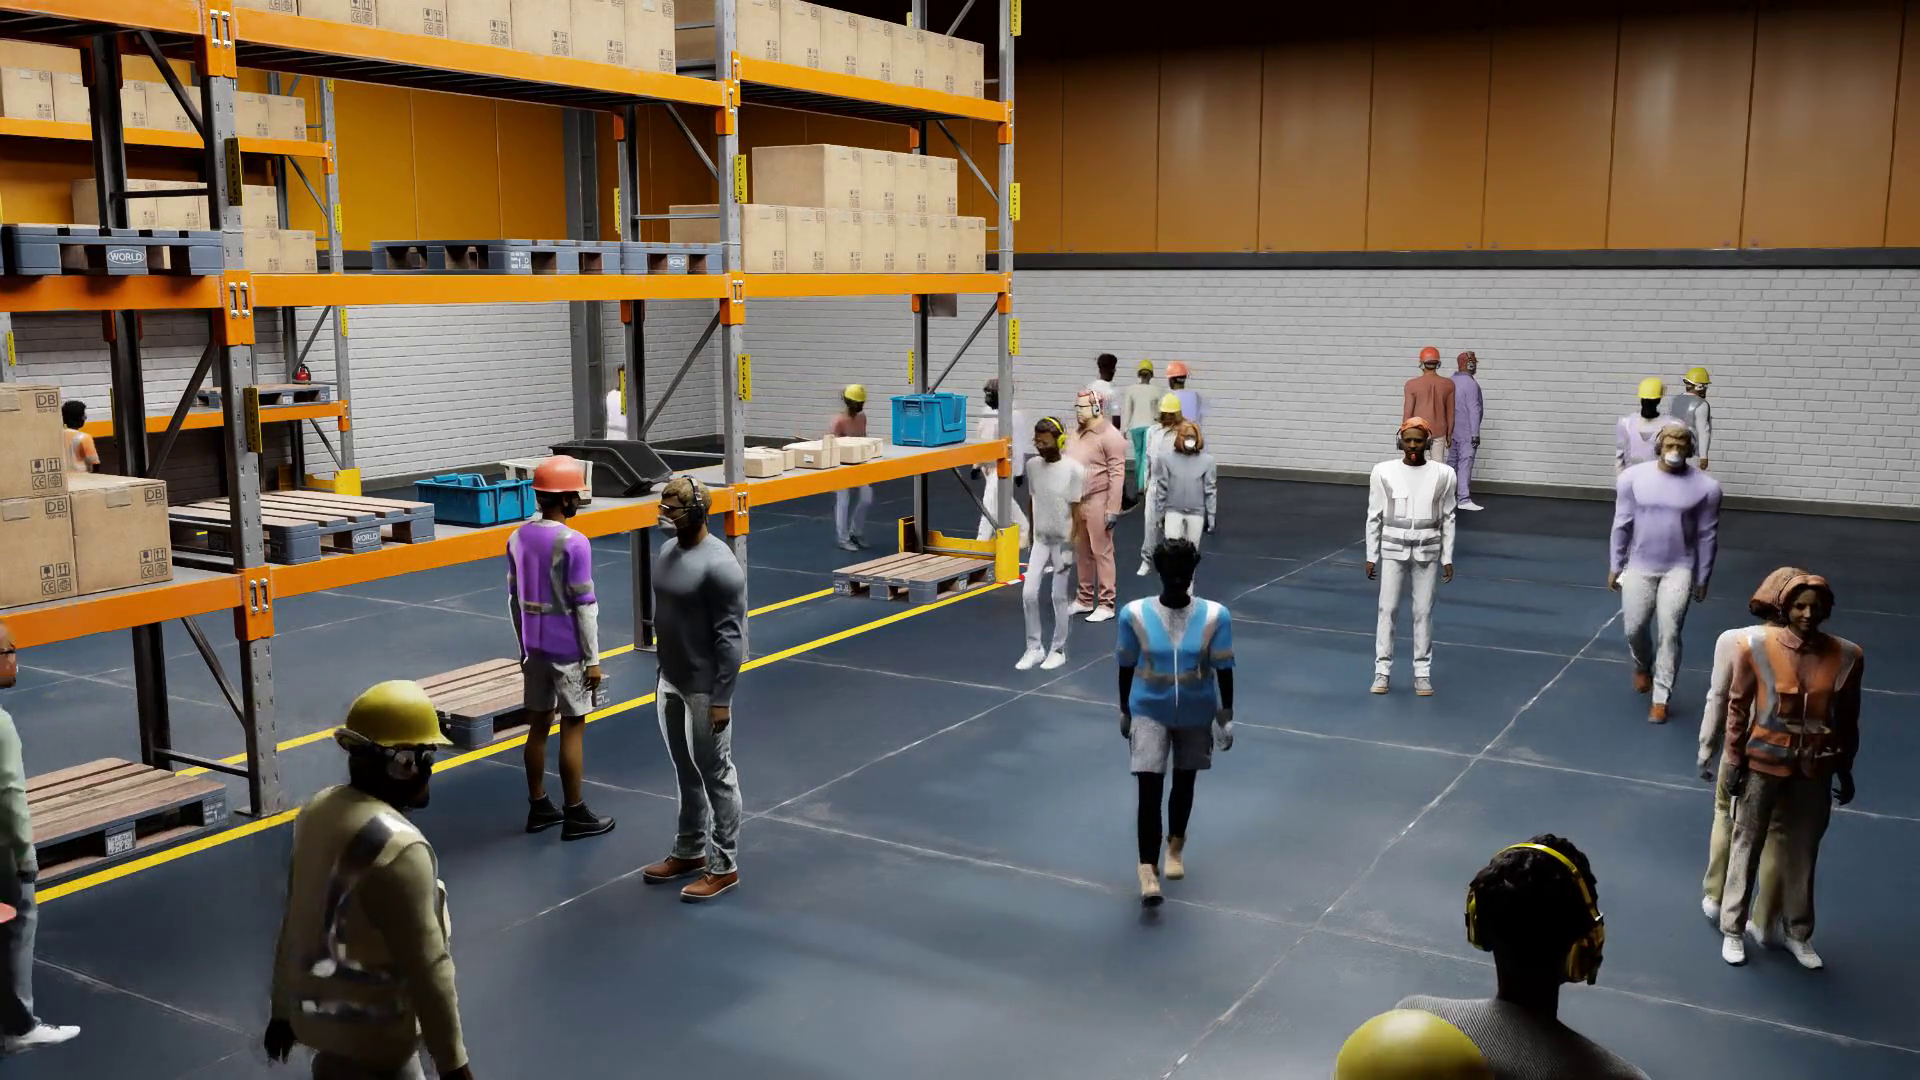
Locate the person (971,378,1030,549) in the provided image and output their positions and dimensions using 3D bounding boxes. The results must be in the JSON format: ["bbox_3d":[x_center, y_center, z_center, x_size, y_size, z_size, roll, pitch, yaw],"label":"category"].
[{"bbox_3d":[0.423,-0.750,16.896,0.959,1.798,0.629,-5,11,-30],"label":"person"}]

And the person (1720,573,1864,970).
[{"bbox_3d":[3.393,0.939,6.806,0.515,1.641,0.315,2,9,10],"label":"person"}]

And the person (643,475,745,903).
[{"bbox_3d":[-1.211,0.666,7.579,0.372,1.940,0.627,-7,12,-39],"label":"person"}]

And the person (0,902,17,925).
[{"bbox_3d":[-1.719,1.439,2.639,0.628,1.977,0.706,9,13,44],"label":"person"}]

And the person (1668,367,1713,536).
[{"bbox_3d":[7.954,-0.966,18.110,0.403,1.827,0.600,-2,9,-13],"label":"person"}]

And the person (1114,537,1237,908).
[{"bbox_3d":[0.977,0.816,7.506,0.543,1.647,0.861,0,9,1],"label":"person"}]

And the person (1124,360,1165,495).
[{"bbox_3d":[2.408,-1.465,21.557,0.544,1.713,0.902,3,10,19],"label":"person"}]

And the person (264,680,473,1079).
[{"bbox_3d":[-1.549,1.264,4.405,0.941,1.769,0.625,-7,11,-36],"label":"person"}]

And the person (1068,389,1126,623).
[{"bbox_3d":[1.060,-0.285,13.618,0.403,1.906,0.652,-6,11,-31],"label":"person"}]

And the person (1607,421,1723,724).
[{"bbox_3d":[4.502,0.181,10.657,0.649,1.923,0.639,4,10,26],"label":"person"}]

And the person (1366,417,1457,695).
[{"bbox_3d":[3.032,0.111,11.212,0.585,1.882,0.343,2,9,12],"label":"person"}]

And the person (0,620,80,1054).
[{"bbox_3d":[-3.501,1.079,5.993,0.523,1.622,0.408,8,12,40],"label":"person"}]

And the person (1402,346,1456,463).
[{"bbox_3d":[5.445,-1.249,19.356,0.612,1.997,0.376,0,9,-1],"label":"person"}]

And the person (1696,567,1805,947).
[{"bbox_3d":[3.436,0.903,7.139,0.549,1.603,0.569,2,9,15],"label":"person"}]

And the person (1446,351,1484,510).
[{"bbox_3d":[6.087,-1.315,20.033,0.408,1.913,0.641,-2,9,-14],"label":"person"}]

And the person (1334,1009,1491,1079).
[{"bbox_3d":[0.661,1.563,2.263,0.665,1.847,0.998,1,9,6],"label":"person"}]

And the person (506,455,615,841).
[{"bbox_3d":[-2.010,0.537,8.393,0.551,1.935,0.375,6,11,33],"label":"person"}]

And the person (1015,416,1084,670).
[{"bbox_3d":[0.632,0.038,11.837,0.526,1.842,0.570,6,11,31],"label":"person"}]

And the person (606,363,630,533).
[{"bbox_3d":[-3.649,-0.979,18.006,0.601,1.902,0.589,8,12,41],"label":"person"}]

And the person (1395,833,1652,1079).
[{"bbox_3d":[1.002,1.435,2.994,0.512,1.872,0.328,7,12,39],"label":"person"}]

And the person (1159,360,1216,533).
[{"bbox_3d":[2.478,-1.018,18.254,0.561,1.901,0.907,-5,10,-27],"label":"person"}]

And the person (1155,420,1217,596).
[{"bbox_3d":[1.885,-0.189,13.867,0.513,1.614,0.544,0,9,3],"label":"person"}]

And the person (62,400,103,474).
[{"bbox_3d":[-8.358,-0.499,15.754,0.537,1.643,0.908,5,11,30],"label":"person"}]

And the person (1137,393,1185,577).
[{"bbox_3d":[1.928,-0.508,15.560,0.499,1.733,0.348,5,11,30],"label":"person"}]

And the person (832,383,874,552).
[{"bbox_3d":[-1.101,-0.732,16.914,0.435,1.735,0.547,8,12,40],"label":"person"}]

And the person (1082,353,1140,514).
[{"bbox_3d":[1.708,-1.216,19.392,0.630,1.909,0.988,8,12,42],"label":"person"}]

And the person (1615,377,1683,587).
[{"bbox_3d":[6.195,-0.511,15.030,0.597,1.906,0.646,6,11,33],"label":"person"}]
